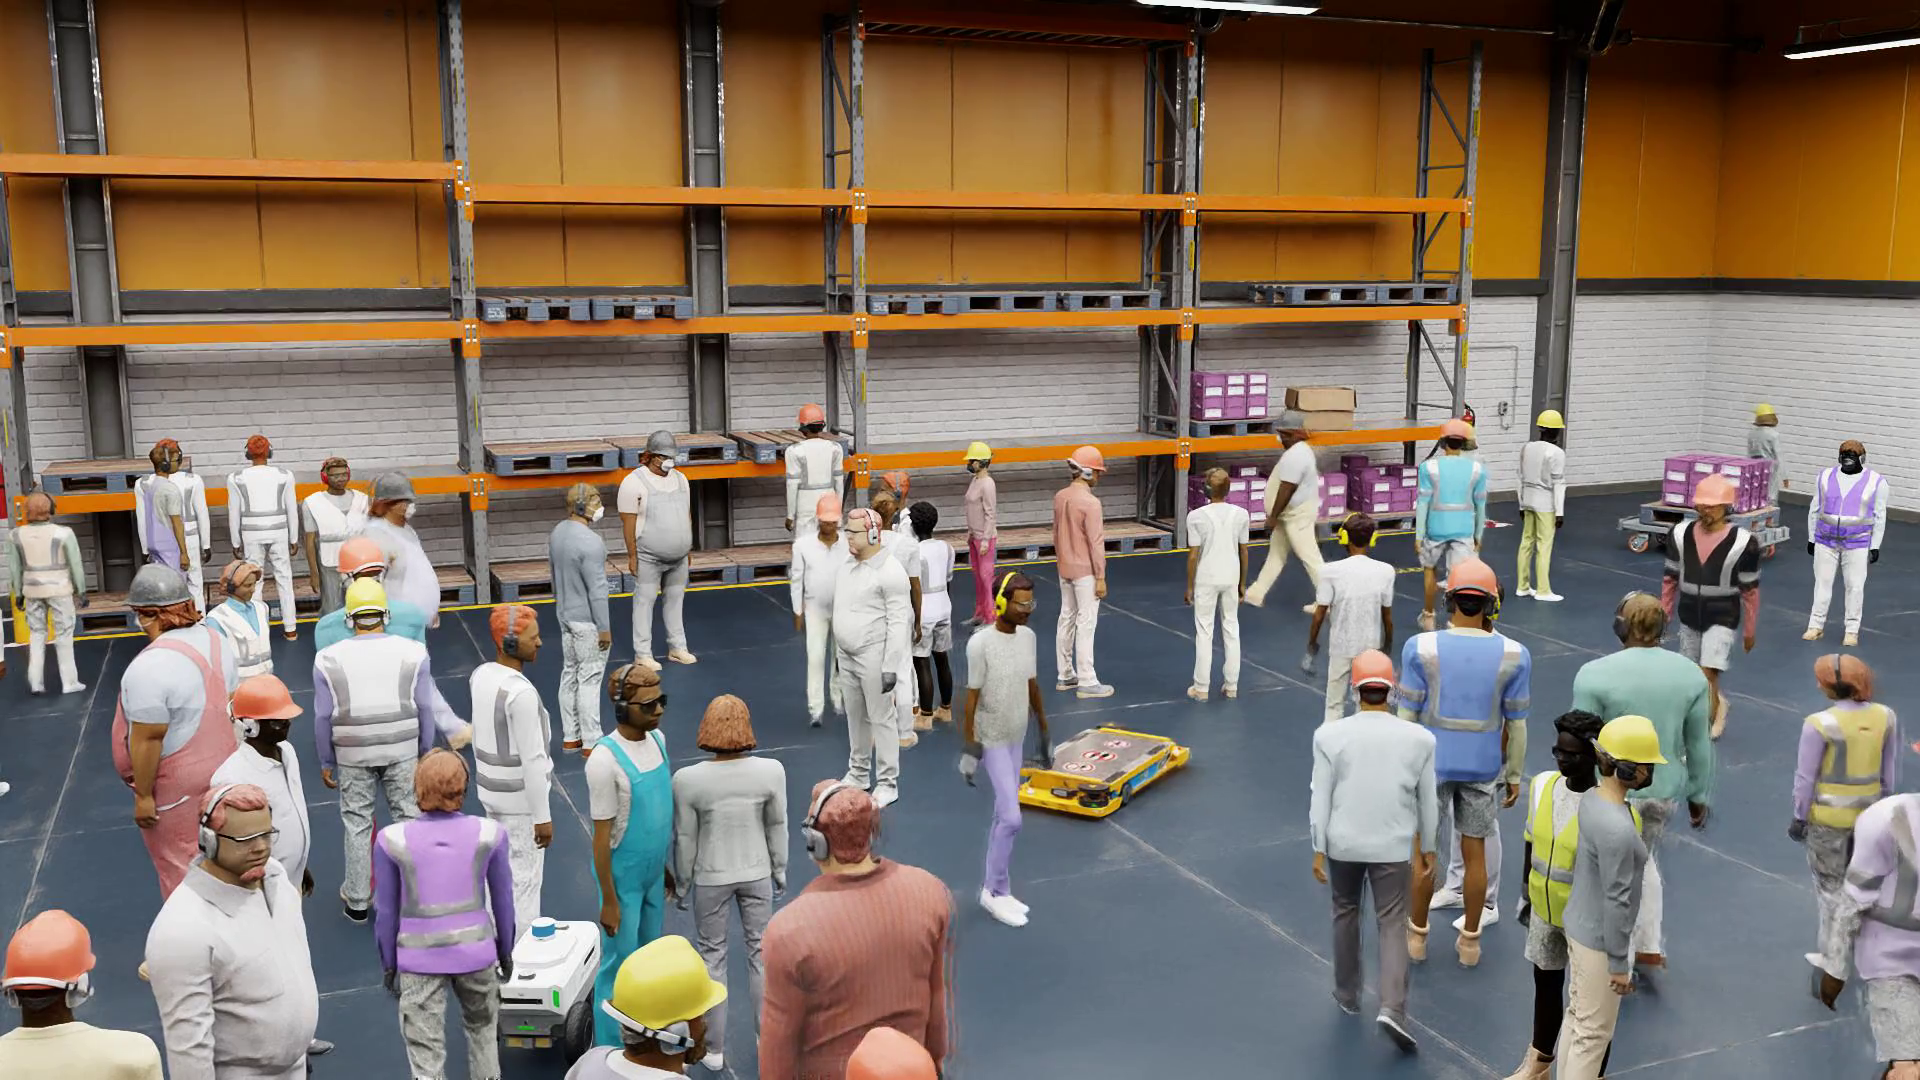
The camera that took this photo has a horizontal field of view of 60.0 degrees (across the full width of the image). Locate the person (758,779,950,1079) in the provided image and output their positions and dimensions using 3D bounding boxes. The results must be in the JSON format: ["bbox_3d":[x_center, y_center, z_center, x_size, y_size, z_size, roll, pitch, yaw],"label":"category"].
[{"bbox_3d":[-0.326,1.675,5.184,0.668,1.888,0.475,-7,12,-33],"label":"person"}]

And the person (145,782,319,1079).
[{"bbox_3d":[-2.195,1.672,5.171,0.403,1.904,0.651,1,10,4],"label":"person"}]

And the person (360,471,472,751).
[{"bbox_3d":[-3.849,0.483,11.633,1.016,2.000,0.700,-1,10,-7],"label":"person"}]

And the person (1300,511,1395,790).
[{"bbox_3d":[2.490,0.745,10.666,0.569,1.857,0.349,-2,10,-9],"label":"person"}]

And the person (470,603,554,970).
[{"bbox_3d":[-2.079,1.222,7.815,0.345,1.884,0.584,-8,13,-39],"label":"person"}]

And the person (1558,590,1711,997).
[{"bbox_3d":[3.184,1.193,7.900,0.667,1.917,0.489,-2,10,-11],"label":"person"}]

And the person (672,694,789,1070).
[{"bbox_3d":[-0.983,1.464,7.152,0.506,1.633,0.279,-4,10,-20],"label":"person"}]

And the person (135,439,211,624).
[{"bbox_3d":[-6.866,0.054,14.563,0.573,1.880,0.354,-3,10,-18],"label":"person"}]

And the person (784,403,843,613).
[{"bbox_3d":[-1.425,-0.301,16.130,0.609,2.047,0.391,-6,11,-30],"label":"person"}]

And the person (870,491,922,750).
[{"bbox_3d":[-0.517,0.570,11.691,0.506,1.846,0.345,1,10,3],"label":"person"}]

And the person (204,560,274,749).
[{"bbox_3d":[-4.384,0.935,10.186,0.308,1.640,0.511,2,10,14],"label":"person"}]

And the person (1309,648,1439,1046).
[{"bbox_3d":[1.859,1.374,7.460,0.578,1.714,0.730,1,10,8],"label":"person"}]

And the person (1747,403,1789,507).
[{"bbox_3d":[9.495,-0.749,19.652,0.517,1.711,0.569,-2,10,-13],"label":"person"}]

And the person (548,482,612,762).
[{"bbox_3d":[-2.593,0.559,11.491,0.362,1.937,0.635,-8,13,-40],"label":"person"}]

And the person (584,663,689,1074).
[{"bbox_3d":[-1.341,1.405,6.880,0.344,1.845,0.506,3,10,18],"label":"person"}]

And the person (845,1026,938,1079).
[{"bbox_3d":[-0.142,1.971,3.882,0.559,1.752,0.325,-8,12,-38],"label":"person"}]

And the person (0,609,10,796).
[{"bbox_3d":[-6.375,0.738,10.512,0.598,1.917,0.378,-4,11,-22],"label":"person"}]

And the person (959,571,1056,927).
[{"bbox_3d":[0.308,1.084,8.688,0.534,1.854,0.570,8,13,39],"label":"person"}]

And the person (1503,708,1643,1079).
[{"bbox_3d":[2.473,1.508,6.714,0.322,1.697,0.533,-5,11,-29],"label":"person"}]

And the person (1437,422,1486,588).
[{"bbox_3d":[5.208,-0.354,17.311,0.489,1.743,0.304,-3,10,-17],"label":"person"}]

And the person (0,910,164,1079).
[{"bbox_3d":[-2.422,1.858,4.536,0.572,1.748,0.342,-3,10,-17],"label":"person"}]

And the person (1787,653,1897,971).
[{"bbox_3d":[4.228,1.331,7.951,0.520,1.614,0.394,-3,10,-16],"label":"person"}]

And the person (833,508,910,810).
[{"bbox_3d":[-0.603,0.743,10.519,0.409,1.909,0.639,-8,13,-38],"label":"person"}]

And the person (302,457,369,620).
[{"bbox_3d":[-5.083,0.232,13.638,0.390,1.846,0.565,8,13,38],"label":"person"}]

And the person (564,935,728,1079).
[{"bbox_3d":[-0.729,1.877,4.200,0.590,1.833,0.403,9,13,42],"label":"person"}]

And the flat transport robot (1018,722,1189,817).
[{"bbox_3d":[0.936,1.487,10.939,0.652,0.197,1.431,6,11,29],"label":"flat transport robot"}]

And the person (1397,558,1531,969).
[{"bbox_3d":[2.441,1.094,8.153,0.619,2.029,0.409,1,10,8],"label":"person"}]

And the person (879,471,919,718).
[{"bbox_3d":[-0.471,0.414,12.484,0.352,1.883,0.580,-3,10,-16],"label":"person"}]

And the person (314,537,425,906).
[{"bbox_3d":[-3.163,0.971,8.974,0.613,1.987,0.406,-9,13,-41],"label":"person"}]

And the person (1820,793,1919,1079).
[{"bbox_3d":[3.435,1.535,5.968,0.589,1.903,0.526,-2,10,-13],"label":"person"}]

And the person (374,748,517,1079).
[{"bbox_3d":[-1.963,1.609,6.381,0.514,1.604,0.531,-4,11,-21],"label":"person"}]

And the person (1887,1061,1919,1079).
[{"bbox_3d":[2.296,2.025,3.925,0.414,1.627,0.531,6,11,29],"label":"person"}]

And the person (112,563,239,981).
[{"bbox_3d":[-3.815,1.102,8.061,0.535,2.000,0.683,1,10,8],"label":"person"}]

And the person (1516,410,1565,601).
[{"bbox_3d":[5.864,-0.348,16.747,0.388,1.926,0.590,-4,11,-24],"label":"person"}]

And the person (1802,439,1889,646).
[{"bbox_3d":[7.900,0.020,14.872,0.621,1.845,0.429,8,13,40],"label":"person"}]

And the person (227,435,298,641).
[{"bbox_3d":[-6.241,-0.006,14.940,0.573,1.876,0.355,-5,11,-25],"label":"person"}]

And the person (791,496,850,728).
[{"bbox_3d":[-0.958,0.526,12.333,0.577,1.706,0.895,-1,10,-7],"label":"person"}]

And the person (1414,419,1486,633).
[{"bbox_3d":[4.405,-0.095,15.052,0.633,2.004,0.922,1,10,5],"label":"person"}]

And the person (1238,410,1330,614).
[{"bbox_3d":[3.207,-0.302,16.155,1.021,2.000,0.690,2,10,11],"label":"person"}]

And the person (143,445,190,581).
[{"bbox_3d":[-6.881,0.086,14.480,0.520,1.844,0.330,7,12,36],"label":"person"}]

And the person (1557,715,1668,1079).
[{"bbox_3d":[2.501,1.532,6.412,0.339,1.761,0.524,2,10,11],"label":"person"}]

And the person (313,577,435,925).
[{"bbox_3d":[-3.057,1.101,8.716,0.590,1.824,0.404,-4,11,-22],"label":"person"}]

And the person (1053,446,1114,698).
[{"bbox_3d":[0.967,0.248,13.144,0.387,1.986,0.611,-6,11,-29],"label":"person"}]

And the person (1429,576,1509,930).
[{"bbox_3d":[2.662,1.086,8.641,0.329,1.875,0.516,-3,10,-19],"label":"person"}]

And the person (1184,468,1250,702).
[{"bbox_3d":[1.992,0.349,12.964,0.508,1.847,0.345,-2,10,-11],"label":"person"}]

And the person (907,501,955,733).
[{"bbox_3d":[-0.246,0.560,12.175,0.317,1.695,0.540,7,12,36],"label":"person"}]

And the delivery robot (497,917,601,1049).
[{"bbox_3d":[-1.838,1.918,7.372,0.477,0.478,0.707,0,10,2],"label":"delivery robot"}]

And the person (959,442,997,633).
[{"bbox_3d":[0.177,-0.026,15.358,0.312,1.769,0.525,-3,10,-17],"label":"person"}]

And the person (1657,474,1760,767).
[{"bbox_3d":[5.230,0.516,11.522,0.868,2.021,0.627,-9,13,-42],"label":"person"}]

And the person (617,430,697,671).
[{"bbox_3d":[-2.498,0.074,13.985,0.535,2.000,0.680,10,14,44],"label":"person"}]

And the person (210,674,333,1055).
[{"bbox_3d":[-2.902,1.422,7.043,0.327,1.752,0.562,0,10,2],"label":"person"}]

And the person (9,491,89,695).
[{"bbox_3d":[-7.178,0.431,13.109,0.526,1.645,0.326,0,10,-3],"label":"person"}]
